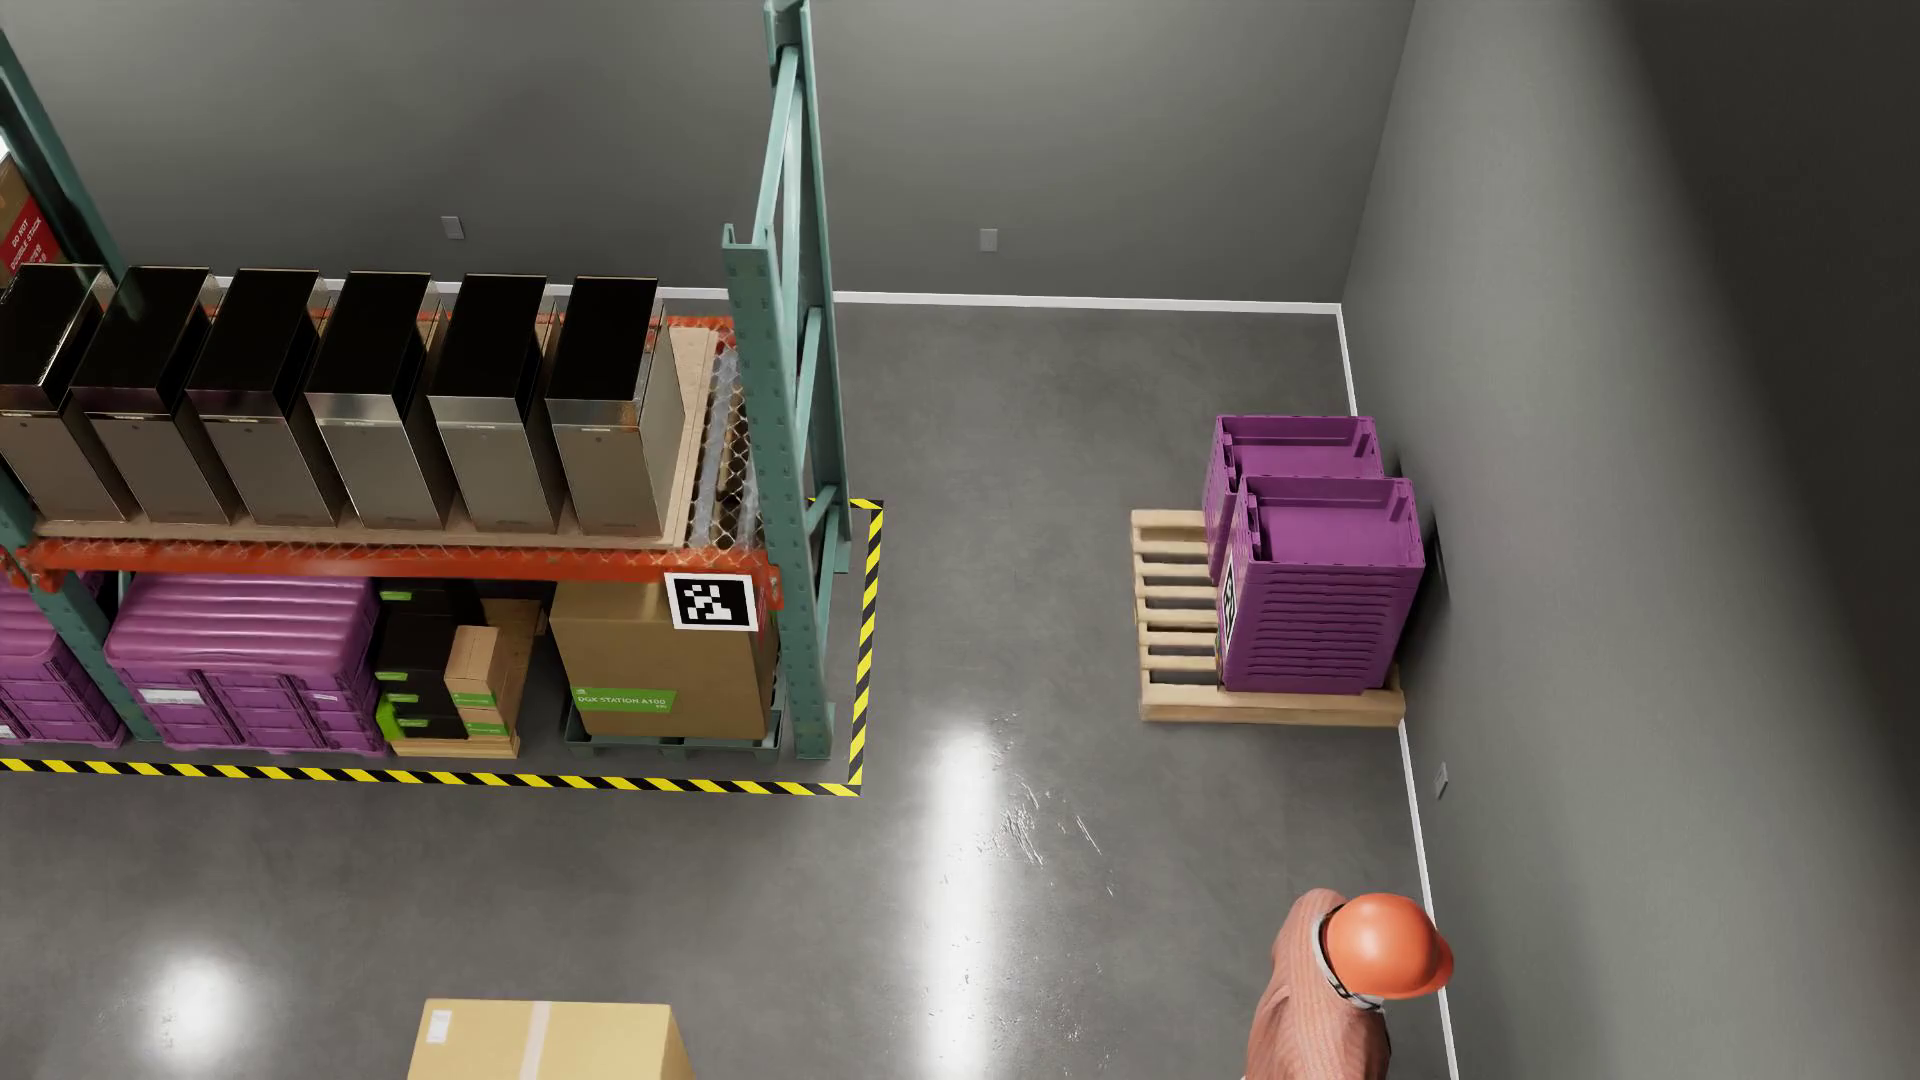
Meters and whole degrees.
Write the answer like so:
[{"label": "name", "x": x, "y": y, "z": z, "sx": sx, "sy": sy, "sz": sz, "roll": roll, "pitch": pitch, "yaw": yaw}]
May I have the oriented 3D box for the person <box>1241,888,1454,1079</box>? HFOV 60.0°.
[{"label": "person", "x": 0.952, "y": 1.468, "z": 4.507, "sx": 0.390, "sy": 1.991, "sz": 0.623, "roll": 1, "pitch": 52, "yaw": 1}]
